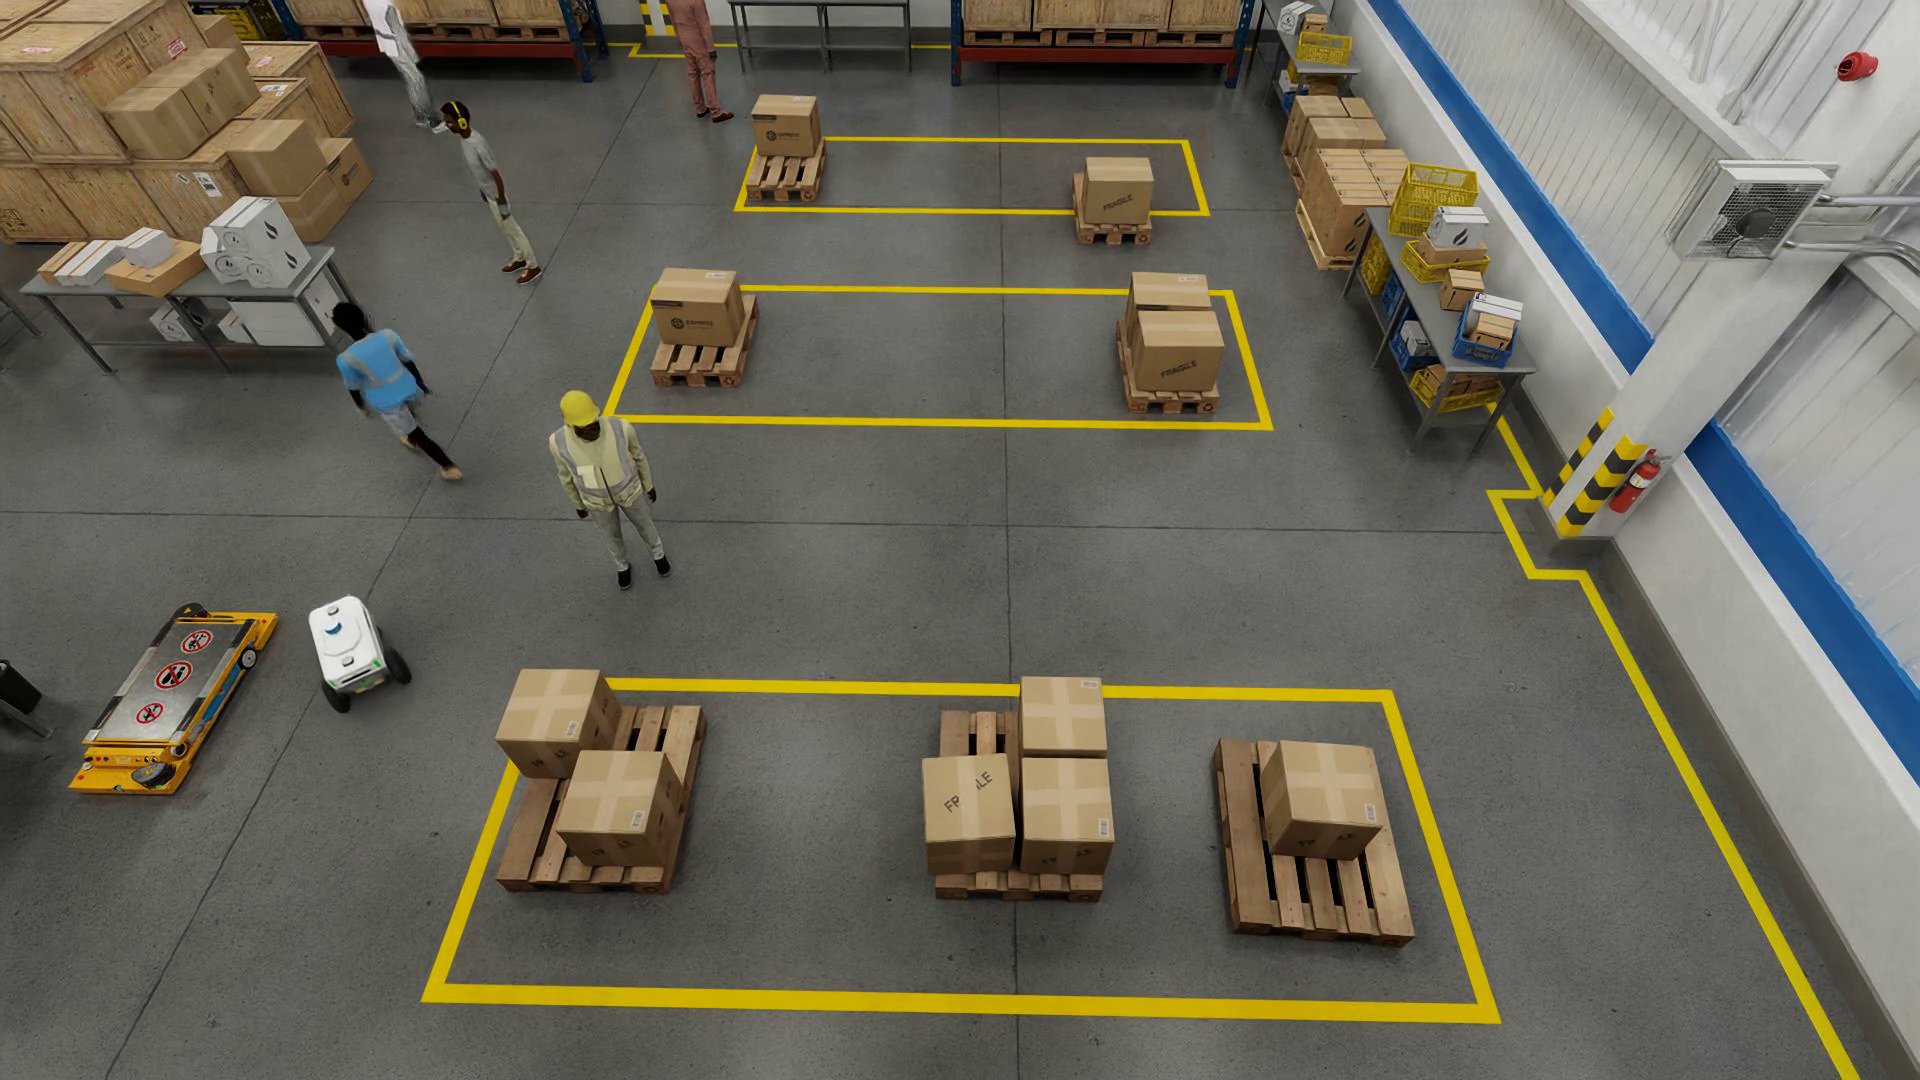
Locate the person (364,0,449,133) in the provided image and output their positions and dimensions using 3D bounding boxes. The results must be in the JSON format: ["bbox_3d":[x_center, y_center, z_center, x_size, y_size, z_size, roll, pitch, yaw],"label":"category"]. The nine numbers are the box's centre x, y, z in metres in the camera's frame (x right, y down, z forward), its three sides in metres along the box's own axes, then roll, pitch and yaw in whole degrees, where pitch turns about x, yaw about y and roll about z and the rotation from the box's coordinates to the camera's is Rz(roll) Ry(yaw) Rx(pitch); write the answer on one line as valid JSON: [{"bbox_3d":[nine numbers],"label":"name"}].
[{"bbox_3d":[-6.971,-6.093,11.446,0.610,1.899,0.422,35,58,26],"label":"person"}]

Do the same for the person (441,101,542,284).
[{"bbox_3d":[-4.727,-3.484,9.256,0.335,1.873,0.520,-34,58,-25],"label":"person"}]

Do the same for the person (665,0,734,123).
[{"bbox_3d":[-3.333,-6.328,11.642,0.641,1.905,0.410,29,56,22],"label":"person"}]

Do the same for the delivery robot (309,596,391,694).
[{"bbox_3d":[-4.334,0.733,6.485,0.477,0.478,0.707,-28,55,-21],"label":"delivery robot"}]

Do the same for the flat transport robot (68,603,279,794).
[{"bbox_3d":[-5.504,1.072,6.442,0.652,0.197,1.431,1,50,1],"label":"flat transport robot"}]

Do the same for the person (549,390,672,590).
[{"bbox_3d":[-2.514,-0.348,6.624,0.600,1.836,0.404,-18,52,-14],"label":"person"}]

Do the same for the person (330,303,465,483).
[{"bbox_3d":[-4.618,-1.184,7.460,0.884,1.643,0.540,19,52,15],"label":"person"}]
